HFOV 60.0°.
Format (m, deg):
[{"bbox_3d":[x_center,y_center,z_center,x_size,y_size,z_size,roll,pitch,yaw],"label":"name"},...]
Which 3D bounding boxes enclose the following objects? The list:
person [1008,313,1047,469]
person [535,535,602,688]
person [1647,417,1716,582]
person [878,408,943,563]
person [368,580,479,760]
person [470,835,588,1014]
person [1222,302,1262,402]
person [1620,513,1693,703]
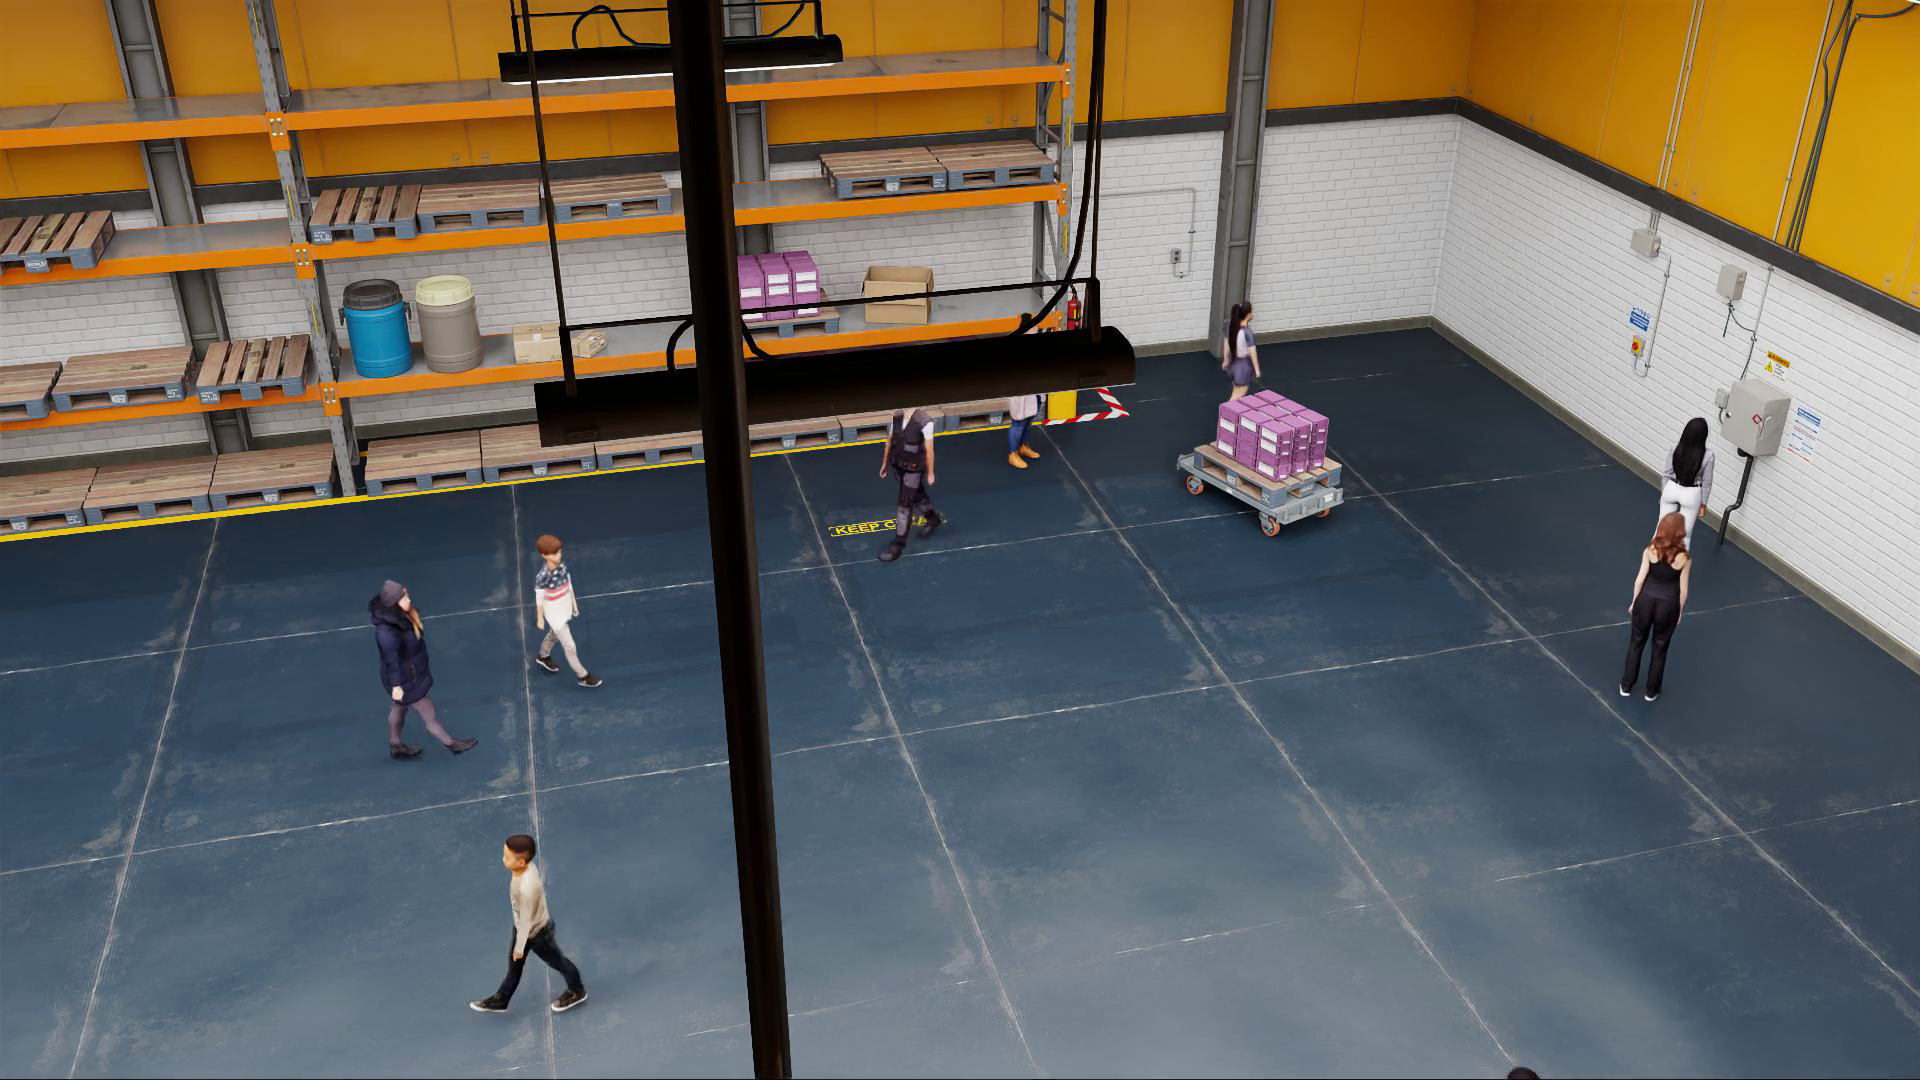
[{"bbox_3d":[0.710,-1.657,18.209,0.848,1.742,0.790,15,32,26],"label":"person"},{"bbox_3d":[-3.540,0.594,14.435,1.015,1.405,0.915,13,31,23],"label":"person"},{"bbox_3d":[6.901,-0.389,15.902,0.677,1.724,0.696,22,36,35],"label":"person"},{"bbox_3d":[-0.432,-0.736,16.460,1.067,1.800,1.299,24,37,37],"label":"person"},{"bbox_3d":[-4.523,1.074,13.301,0.993,1.647,0.743,-4,29,-7],"label":"person"},{"bbox_3d":[-2.712,2.518,10.876,1.011,1.435,0.698,-14,32,-24],"label":"person"},{"bbox_3d":[3.083,-1.869,18.720,0.975,1.626,0.715,-13,31,-23],"label":"person"},{"bbox_3d":[5.918,0.566,14.132,0.646,1.743,0.710,15,32,25],"label":"person"}]
